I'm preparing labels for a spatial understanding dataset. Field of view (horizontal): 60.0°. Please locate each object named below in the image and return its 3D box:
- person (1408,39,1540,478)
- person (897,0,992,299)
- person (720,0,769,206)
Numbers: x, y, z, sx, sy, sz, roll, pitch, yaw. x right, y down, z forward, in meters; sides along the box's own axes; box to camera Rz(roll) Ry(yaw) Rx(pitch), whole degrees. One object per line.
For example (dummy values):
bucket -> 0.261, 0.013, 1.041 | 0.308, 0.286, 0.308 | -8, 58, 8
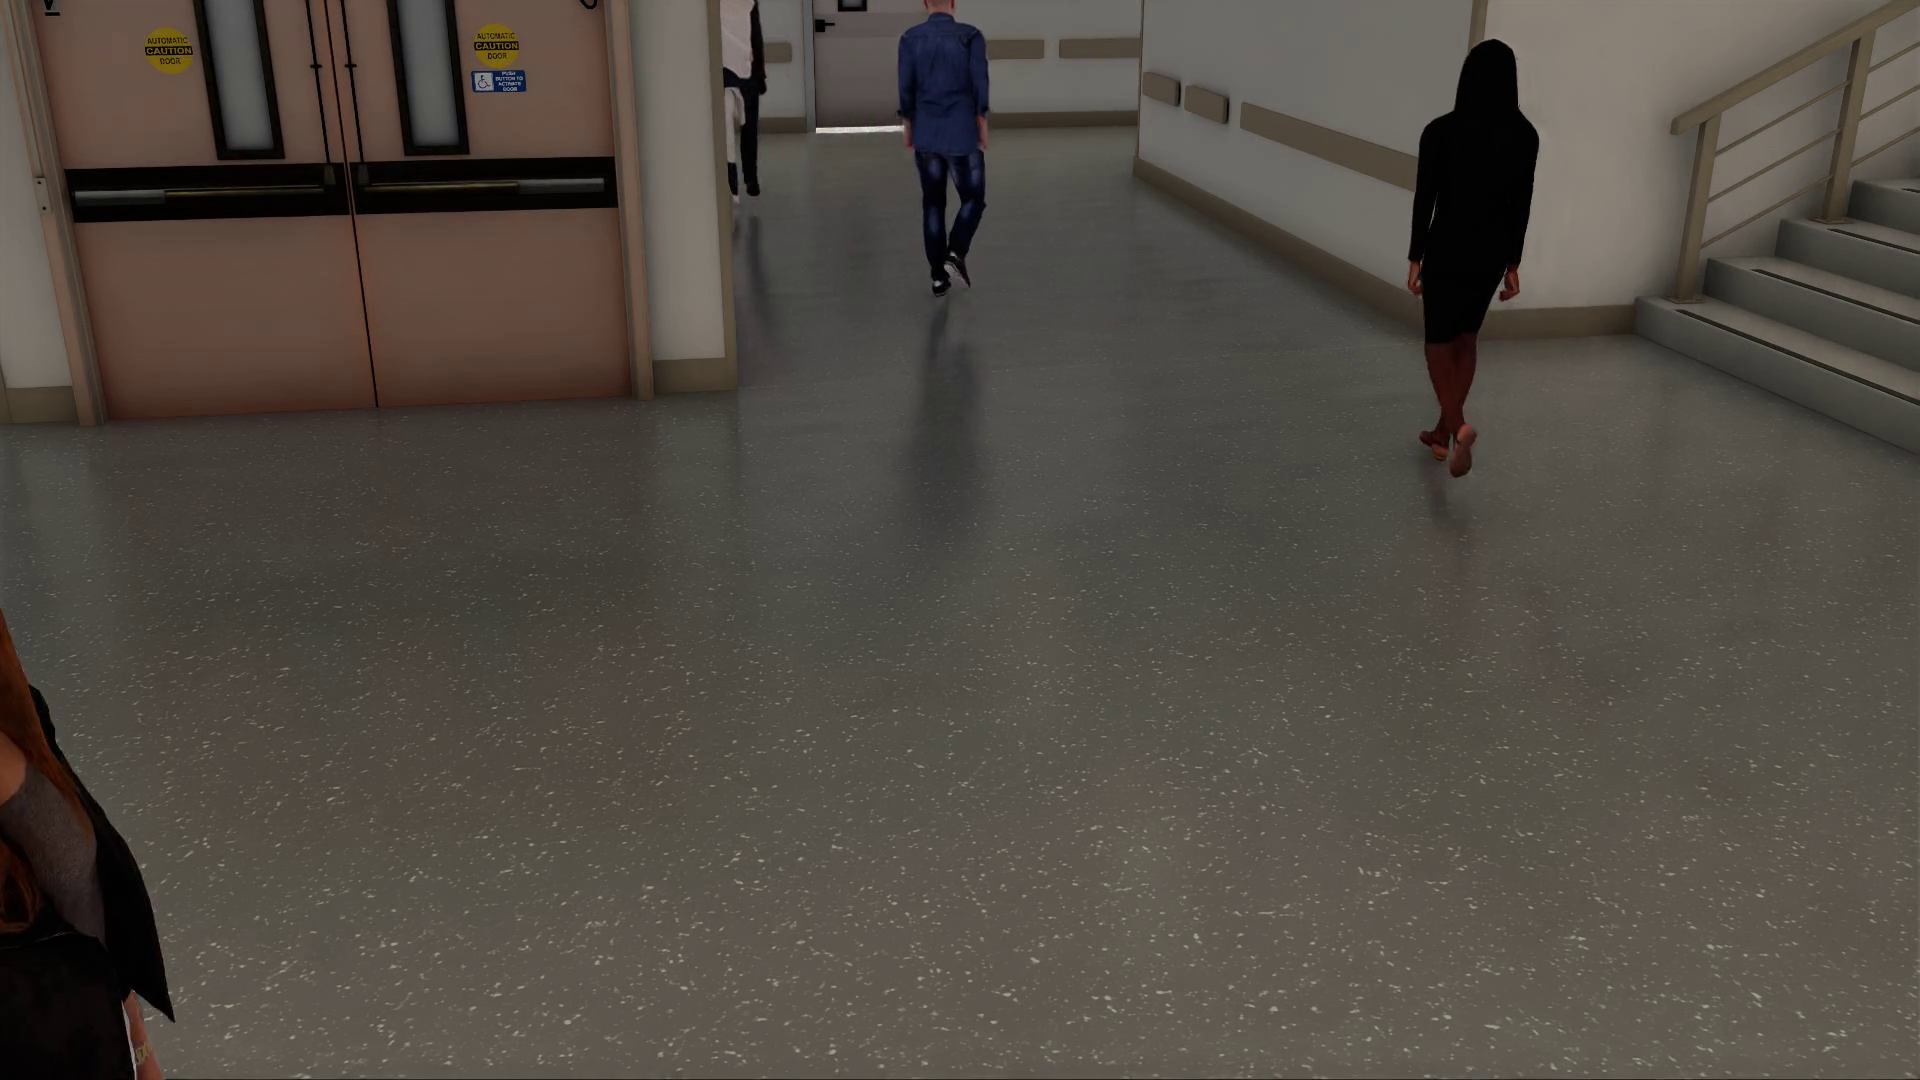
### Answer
person -> 1.999, -1.054, 6.513 | 1.027, 1.700, 0.789 | 0, 21, 0
person -> -0.087, -2.279, 9.587 | 0.831, 1.813, 0.918 | 5, 21, 12
person -> -1.731, -3.505, 12.725 | 0.695, 1.882, 0.781 | -5, 21, -12
